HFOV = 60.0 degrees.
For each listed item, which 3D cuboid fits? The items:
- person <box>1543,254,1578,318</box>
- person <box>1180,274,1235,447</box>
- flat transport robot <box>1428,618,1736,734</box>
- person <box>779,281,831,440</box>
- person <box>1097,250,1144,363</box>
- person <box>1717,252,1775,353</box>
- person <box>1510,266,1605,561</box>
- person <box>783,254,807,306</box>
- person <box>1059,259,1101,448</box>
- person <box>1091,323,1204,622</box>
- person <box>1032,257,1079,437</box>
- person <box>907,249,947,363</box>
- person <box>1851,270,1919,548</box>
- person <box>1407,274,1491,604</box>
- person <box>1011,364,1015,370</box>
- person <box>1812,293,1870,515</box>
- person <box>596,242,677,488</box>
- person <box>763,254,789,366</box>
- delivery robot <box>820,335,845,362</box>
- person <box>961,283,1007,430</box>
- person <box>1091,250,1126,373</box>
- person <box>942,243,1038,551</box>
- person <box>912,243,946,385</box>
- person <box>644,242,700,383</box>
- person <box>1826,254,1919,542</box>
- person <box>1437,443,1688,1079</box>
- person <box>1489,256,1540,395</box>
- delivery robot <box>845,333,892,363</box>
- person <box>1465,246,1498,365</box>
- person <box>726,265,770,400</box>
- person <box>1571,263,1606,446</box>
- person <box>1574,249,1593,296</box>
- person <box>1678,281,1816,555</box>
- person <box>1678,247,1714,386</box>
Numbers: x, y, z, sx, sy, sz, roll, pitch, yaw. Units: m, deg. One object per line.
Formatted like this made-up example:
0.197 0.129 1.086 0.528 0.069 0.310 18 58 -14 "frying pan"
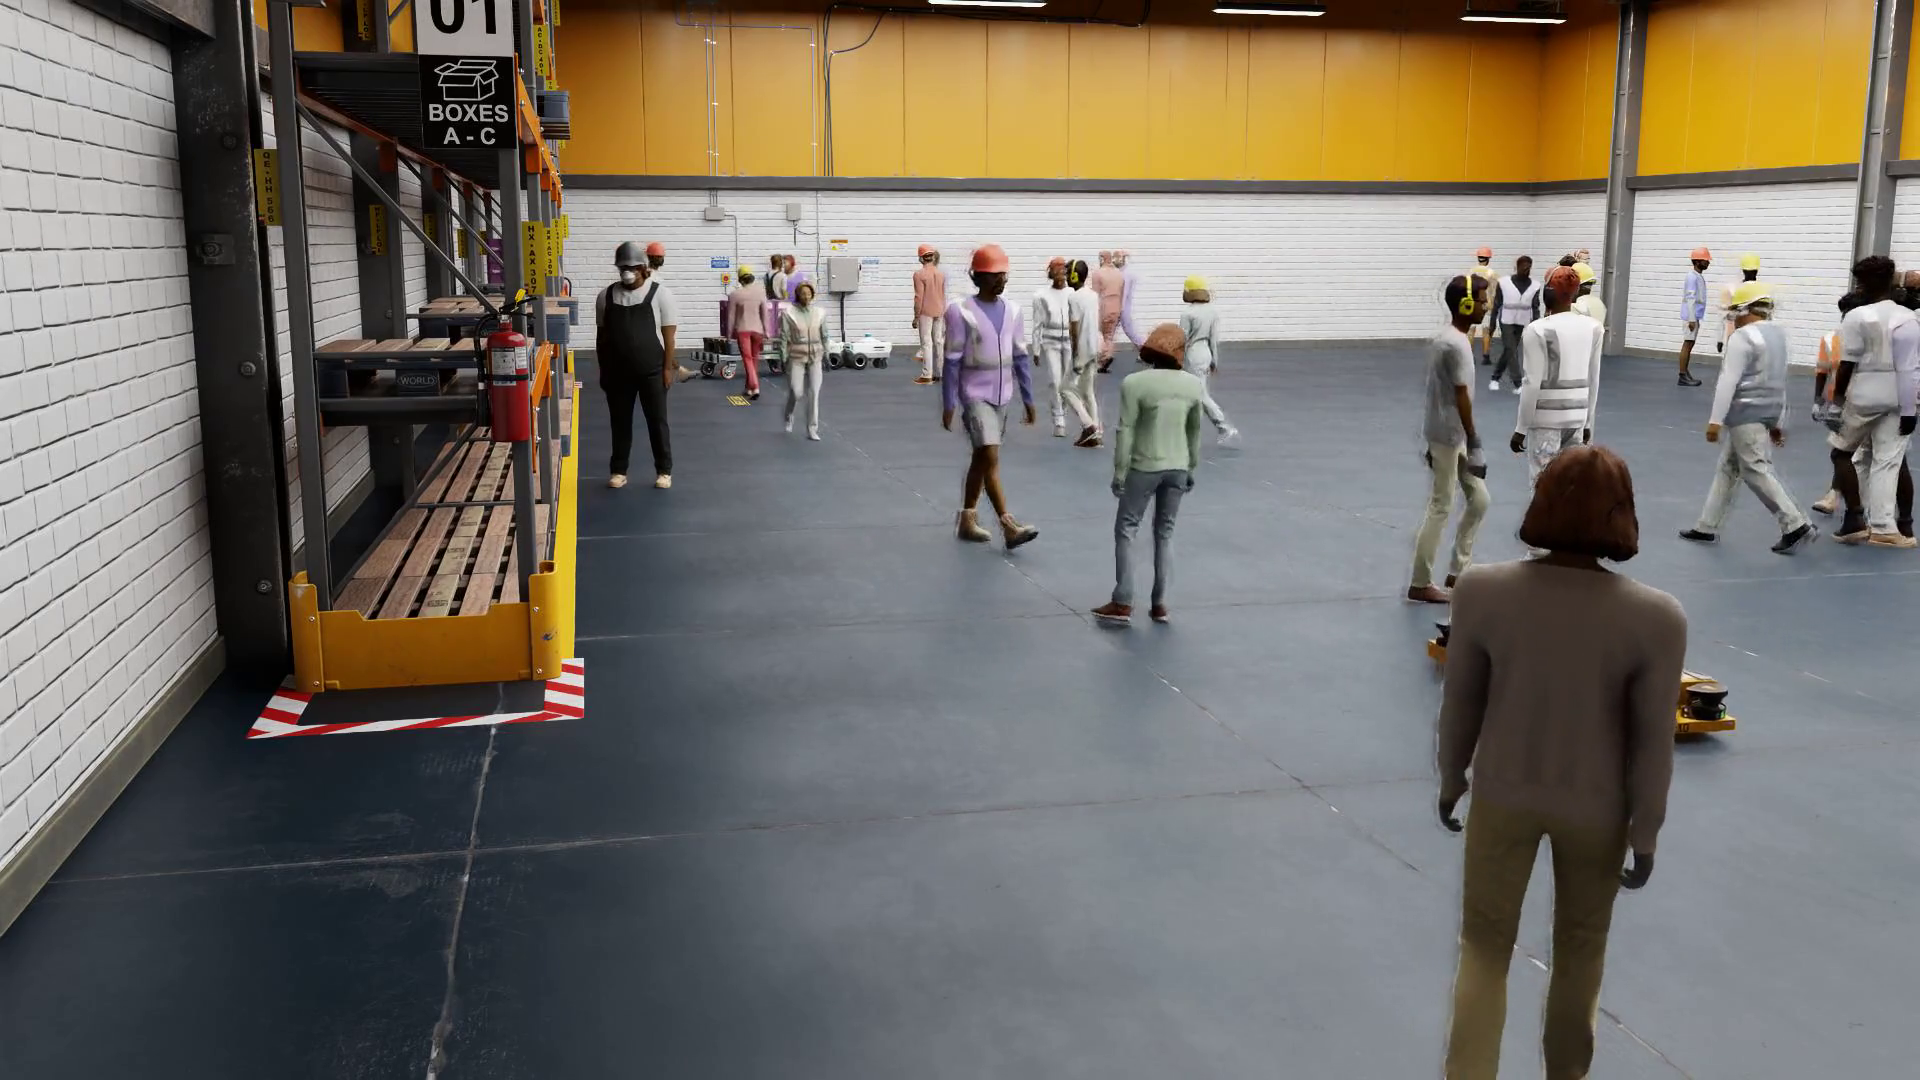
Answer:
6.985 -2.360 19.253 0.520 1.873 0.328 2 11 13 "person"
2.398 -1.780 16.513 0.494 1.705 0.875 -10 14 -44 "person"
2.708 0.582 7.387 0.652 0.197 1.431 -2 10 -10 "flat transport robot"
-1.596 -1.831 17.007 0.527 1.628 0.418 -5 11 -24 "person"
2.716 -3.860 27.585 0.946 1.874 0.640 -3 11 -14 "person"
9.156 -2.405 19.444 0.593 1.903 0.738 2 10 10 "person"
3.582 -0.701 10.028 0.574 1.883 0.355 -4 11 -23 "person"
-2.719 -3.802 27.415 0.576 1.819 0.709 7 12 32 "person"
1.198 -1.814 16.301 0.418 1.854 0.496 9 13 40 "person"
1.037 -0.361 8.931 0.601 1.596 0.363 -5 11 -24 "person"
1.044 -2.017 17.359 0.605 1.867 0.489 -1 10 -3 "person"
-0.369 -3.906 27.775 1.009 1.898 0.647 -3 11 -14 "person"
6.219 -0.880 11.146 0.430 1.841 0.624 0 10 1 "person"
2.819 -0.538 9.237 0.644 1.849 0.512 3 11 14 "person"
0.429 -3.293 25.198 0.887 1.577 0.512 -5 12 -27 "person"
6.575 -0.999 12.314 0.832 1.636 0.539 -6 12 -30 "person"
-2.669 -1.431 13.635 0.683 2.000 0.536 1 10 6 "person"
-2.960 -3.672 26.670 0.519 1.823 0.467 8 13 38 "person"
-2.190 -3.026 26.330 0.707 0.478 0.477 1 10 5 "delivery robot"
0.270 -2.082 17.563 0.570 1.925 0.451 -8 13 -37 "person"
2.248 -3.480 25.436 0.679 1.877 0.478 -7 12 -34 "person"
0.269 -0.932 10.971 0.635 2.000 0.983 -8 13 -39 "person"
-0.451 -3.191 23.523 0.392 1.991 0.613 9 14 42 "person"
-4.191 -3.148 23.265 1.074 1.988 0.611 2 10 12 "person"
6.121 -0.926 11.101 0.667 1.941 0.441 -3 11 -14 "person"
1.270 0.595 3.613 0.505 1.613 0.718 5 11 25 "person"
7.402 -2.883 22.280 0.601 1.839 1.069 -2 10 -10 "person"
-1.449 -3.031 26.361 0.707 0.478 0.477 -4 11 -23 "delivery robot"
8.520 -3.823 27.191 0.543 1.936 0.381 7 12 35 "person"
-2.719 -2.678 21.435 0.542 1.724 0.910 -6 12 -28 "person"
5.543 -1.566 14.957 0.595 1.831 0.403 -10 14 -43 "person"
9.191 -3.367 24.765 0.640 1.902 0.402 -8 13 -38 "person"
5.245 -0.805 10.929 0.649 1.780 0.877 -8 13 -39 "person"
10.308 -3.130 23.330 0.369 1.939 0.542 6 12 30 "person"
